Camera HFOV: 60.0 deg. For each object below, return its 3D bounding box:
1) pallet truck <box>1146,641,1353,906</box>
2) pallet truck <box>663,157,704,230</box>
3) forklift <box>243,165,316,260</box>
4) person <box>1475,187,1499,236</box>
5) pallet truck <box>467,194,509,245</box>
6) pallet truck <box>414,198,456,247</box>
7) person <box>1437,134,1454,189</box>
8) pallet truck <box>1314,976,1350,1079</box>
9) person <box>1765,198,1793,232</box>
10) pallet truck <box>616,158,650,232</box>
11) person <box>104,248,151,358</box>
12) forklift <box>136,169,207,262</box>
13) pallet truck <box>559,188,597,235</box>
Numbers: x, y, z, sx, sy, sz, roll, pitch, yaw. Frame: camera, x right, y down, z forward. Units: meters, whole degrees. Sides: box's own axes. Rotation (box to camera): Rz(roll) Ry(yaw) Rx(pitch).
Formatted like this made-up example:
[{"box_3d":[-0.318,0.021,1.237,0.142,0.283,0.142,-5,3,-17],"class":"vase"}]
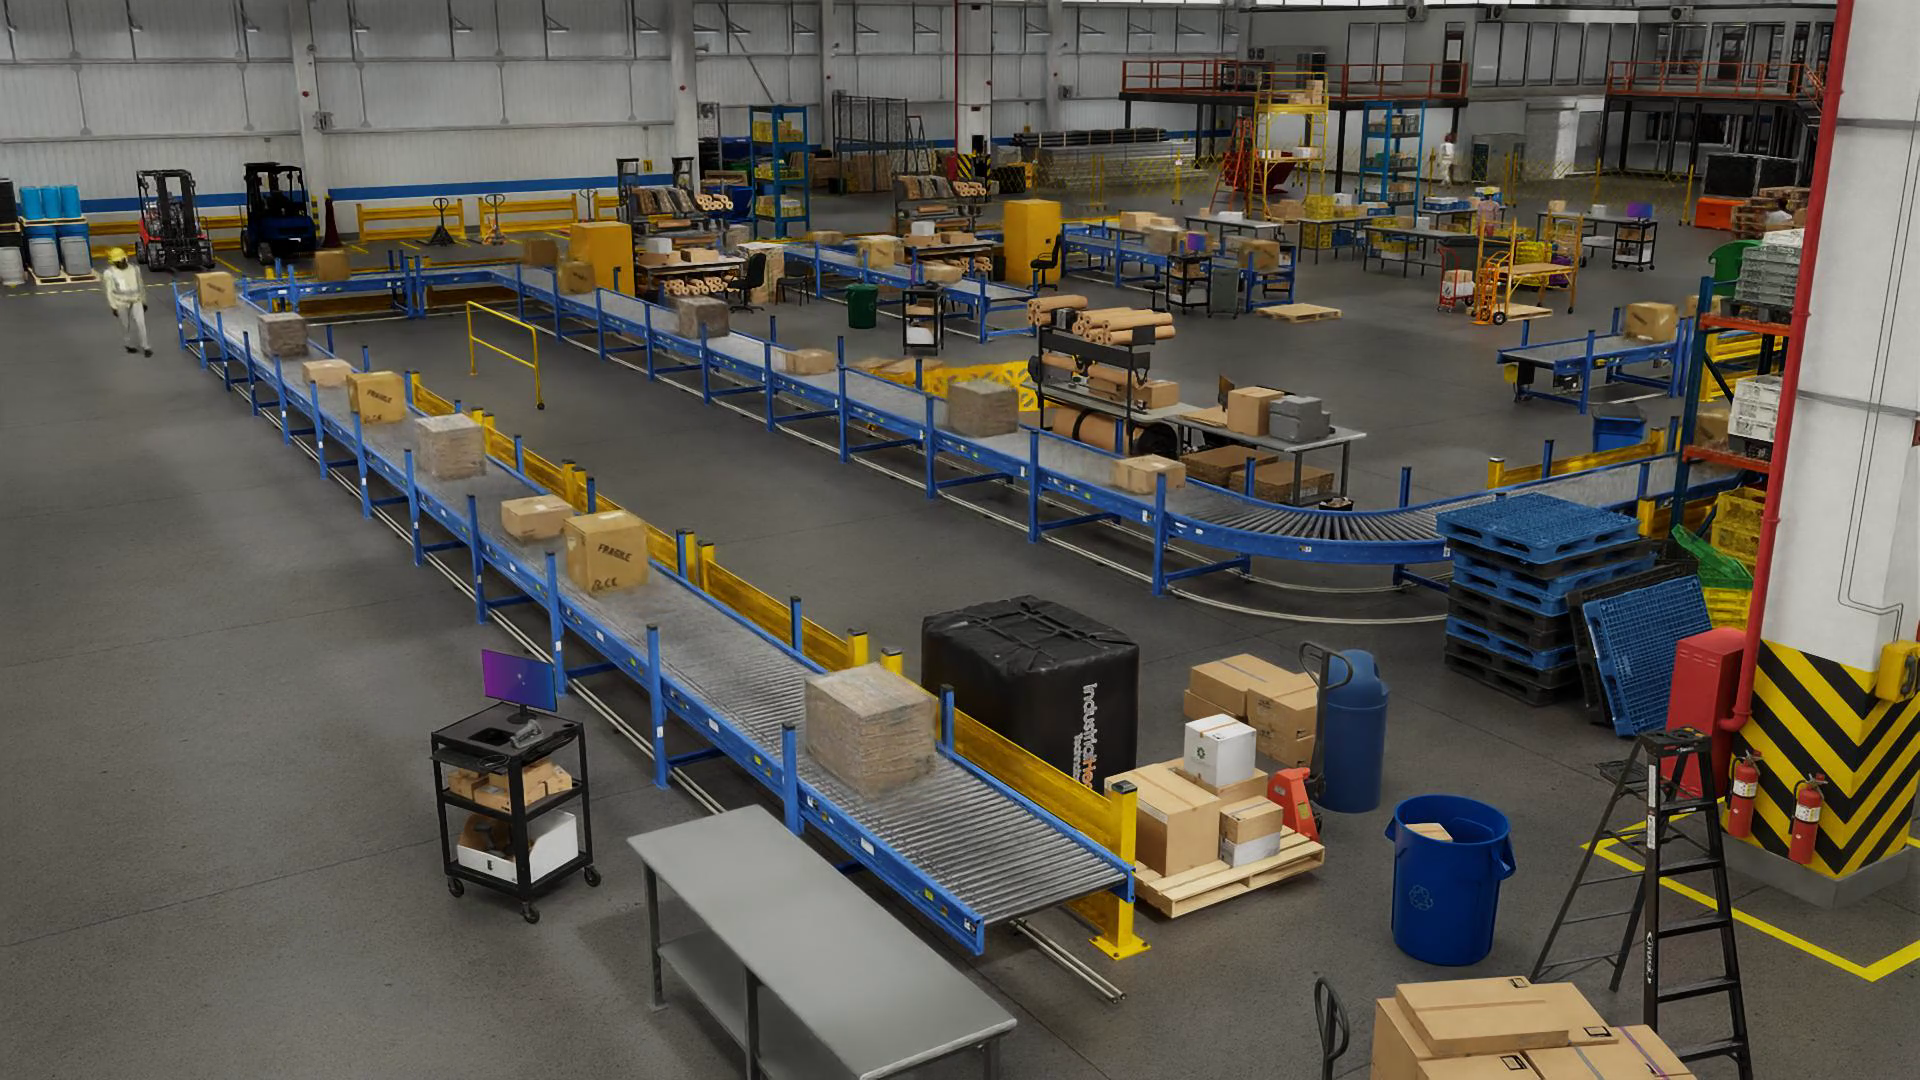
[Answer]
[{"box_3d":[1.664,1.407,10.232,1.630,1.274,0.653,-10,20,-31],"class":"pallet truck"},{"box_3d":[-7.586,-9.308,44.692,0.823,1.965,1.885,-11,20,-33],"class":"pallet truck"},{"box_3d":[-15.898,-7.669,38.708,1.157,1.987,2.680,-11,20,-33],"class":"forklift"},{"box_3d":[11.995,-7.155,37.926,0.525,1.769,0.313,13,21,37],"class":"person"},{"box_3d":[-11.983,-8.177,42.137,0.704,1.261,1.522,-11,20,-33],"class":"pallet truck"},{"box_3d":[-13.250,-8.060,41.856,0.680,1.201,1.601,-10,20,-31],"class":"pallet truck"},{"box_3d":[16.760,-13.045,57.335,0.598,1.873,0.645,-7,18,-22],"class":"person"},{"box_3d":[2.299,2.390,7.086,1.601,1.201,0.680,-2,17,-7],"class":"pallet truck"},{"box_3d":[17.120,-6.233,34.793,1.000,1.805,0.553,-11,20,-33],"class":"person"},{"box_3d":[-8.918,-9.176,44.255,0.823,1.965,1.885,-9,19,-27],"class":"pallet truck"},{"box_3d":[-13.453,-3.835,26.877,0.605,1.772,0.955,-15,22,-40],"class":"person"},{"box_3d":[-17.842,-7.318,37.559,1.157,1.987,2.680,-10,20,-31],"class":"forklift"},{"box_3d":[-10.010,-8.652,43.699,0.653,1.274,1.630,-10,20,-31],"class":"pallet truck"}]
